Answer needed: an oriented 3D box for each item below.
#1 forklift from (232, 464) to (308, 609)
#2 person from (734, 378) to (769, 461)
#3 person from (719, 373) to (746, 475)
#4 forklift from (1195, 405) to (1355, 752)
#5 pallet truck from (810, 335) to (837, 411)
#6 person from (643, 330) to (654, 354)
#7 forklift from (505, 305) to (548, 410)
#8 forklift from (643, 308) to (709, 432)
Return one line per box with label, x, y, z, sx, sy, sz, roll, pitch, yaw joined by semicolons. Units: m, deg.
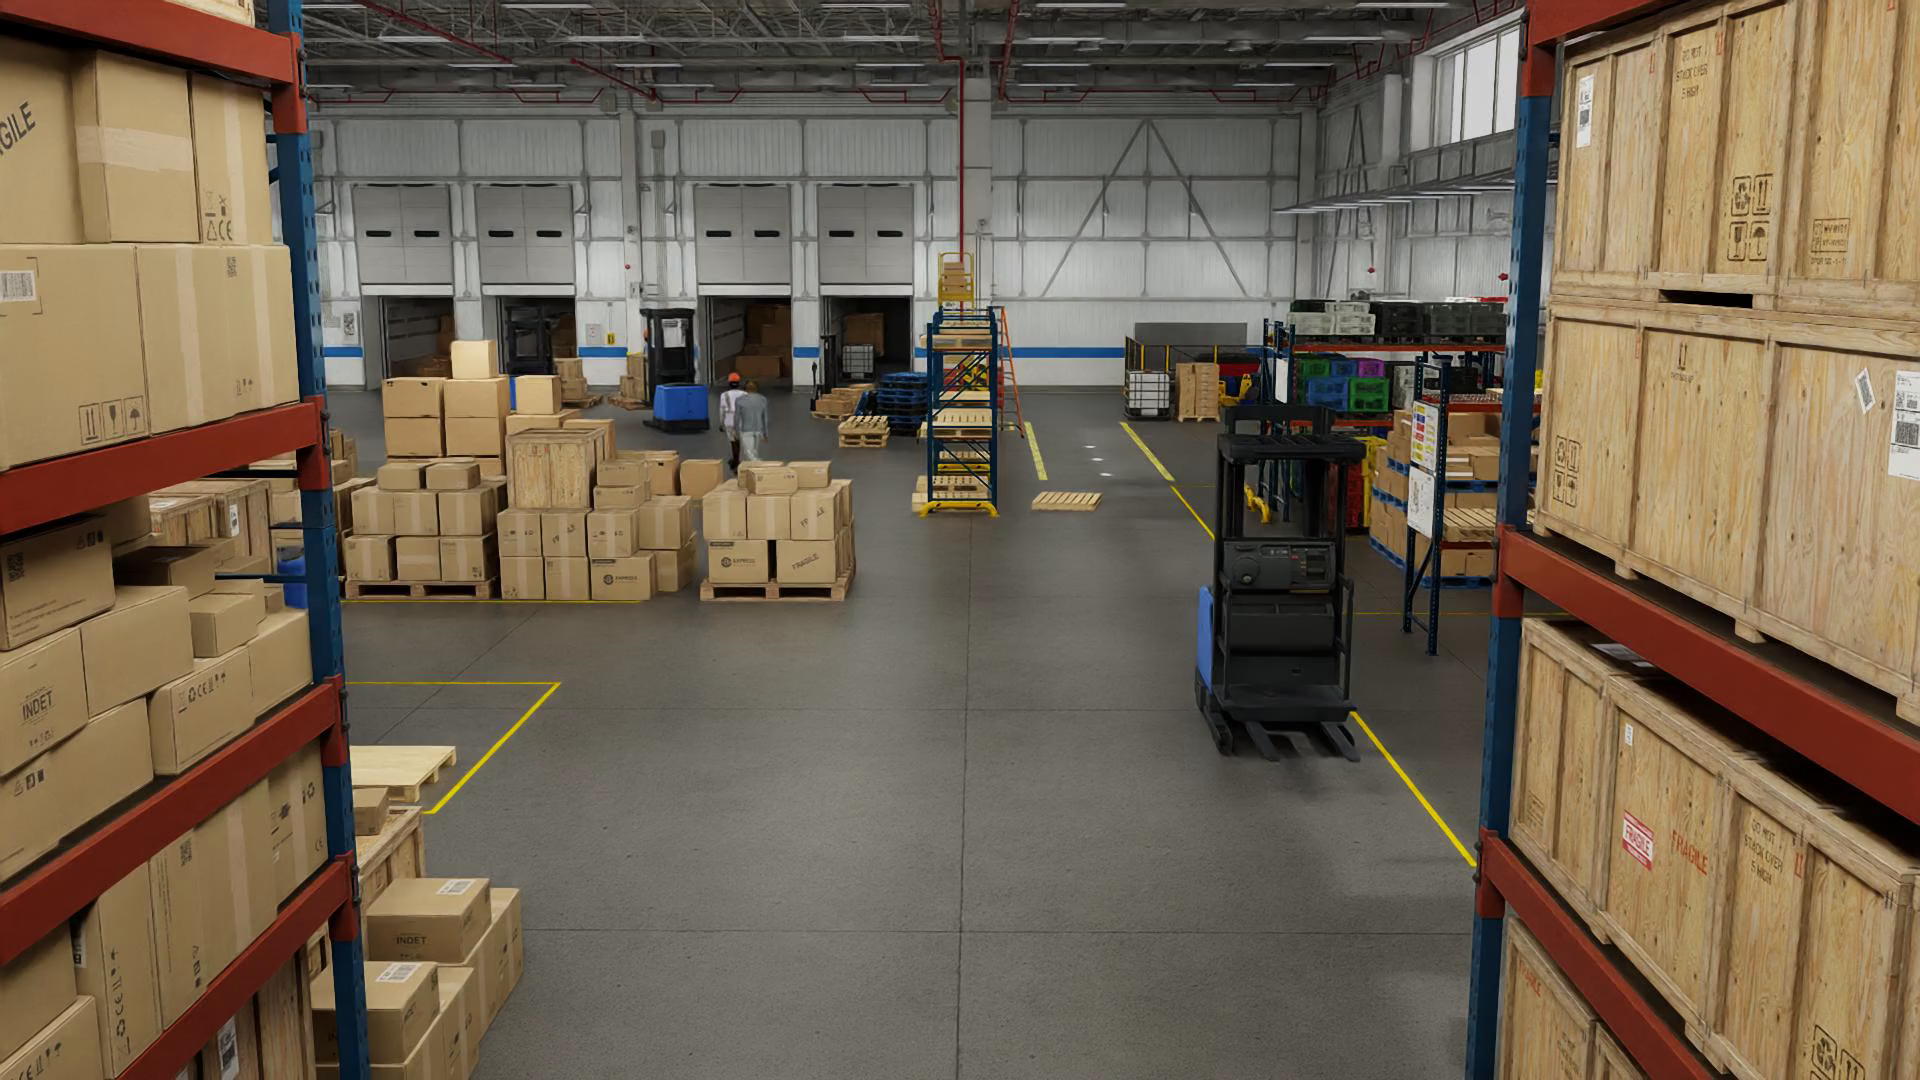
forklift;-7.470;-0.202;16.865;1.873;2.768;1.129;0;10;0
person;-3.675;-1.924;29.601;0.627;1.915;0.787;-6;11;-31
person;-4.246;-2.188;31.218;0.543;1.884;0.996;-5;11;-26
forklift;2.695;0.230;14.375;1.129;2.768;1.873;0;10;1
pallet truck;-3.021;-4.312;43.126;1.885;1.965;0.823;3;10;17
person;-8.804;-4.977;47.170;0.389;1.930;0.544;-7;12;-37
forklift;-10.736;-4.433;41.277;1.129;2.768;1.873;0;10;1
forklift;-6.623;-3.980;38.665;1.129;2.768;1.873;-5;11;-25
